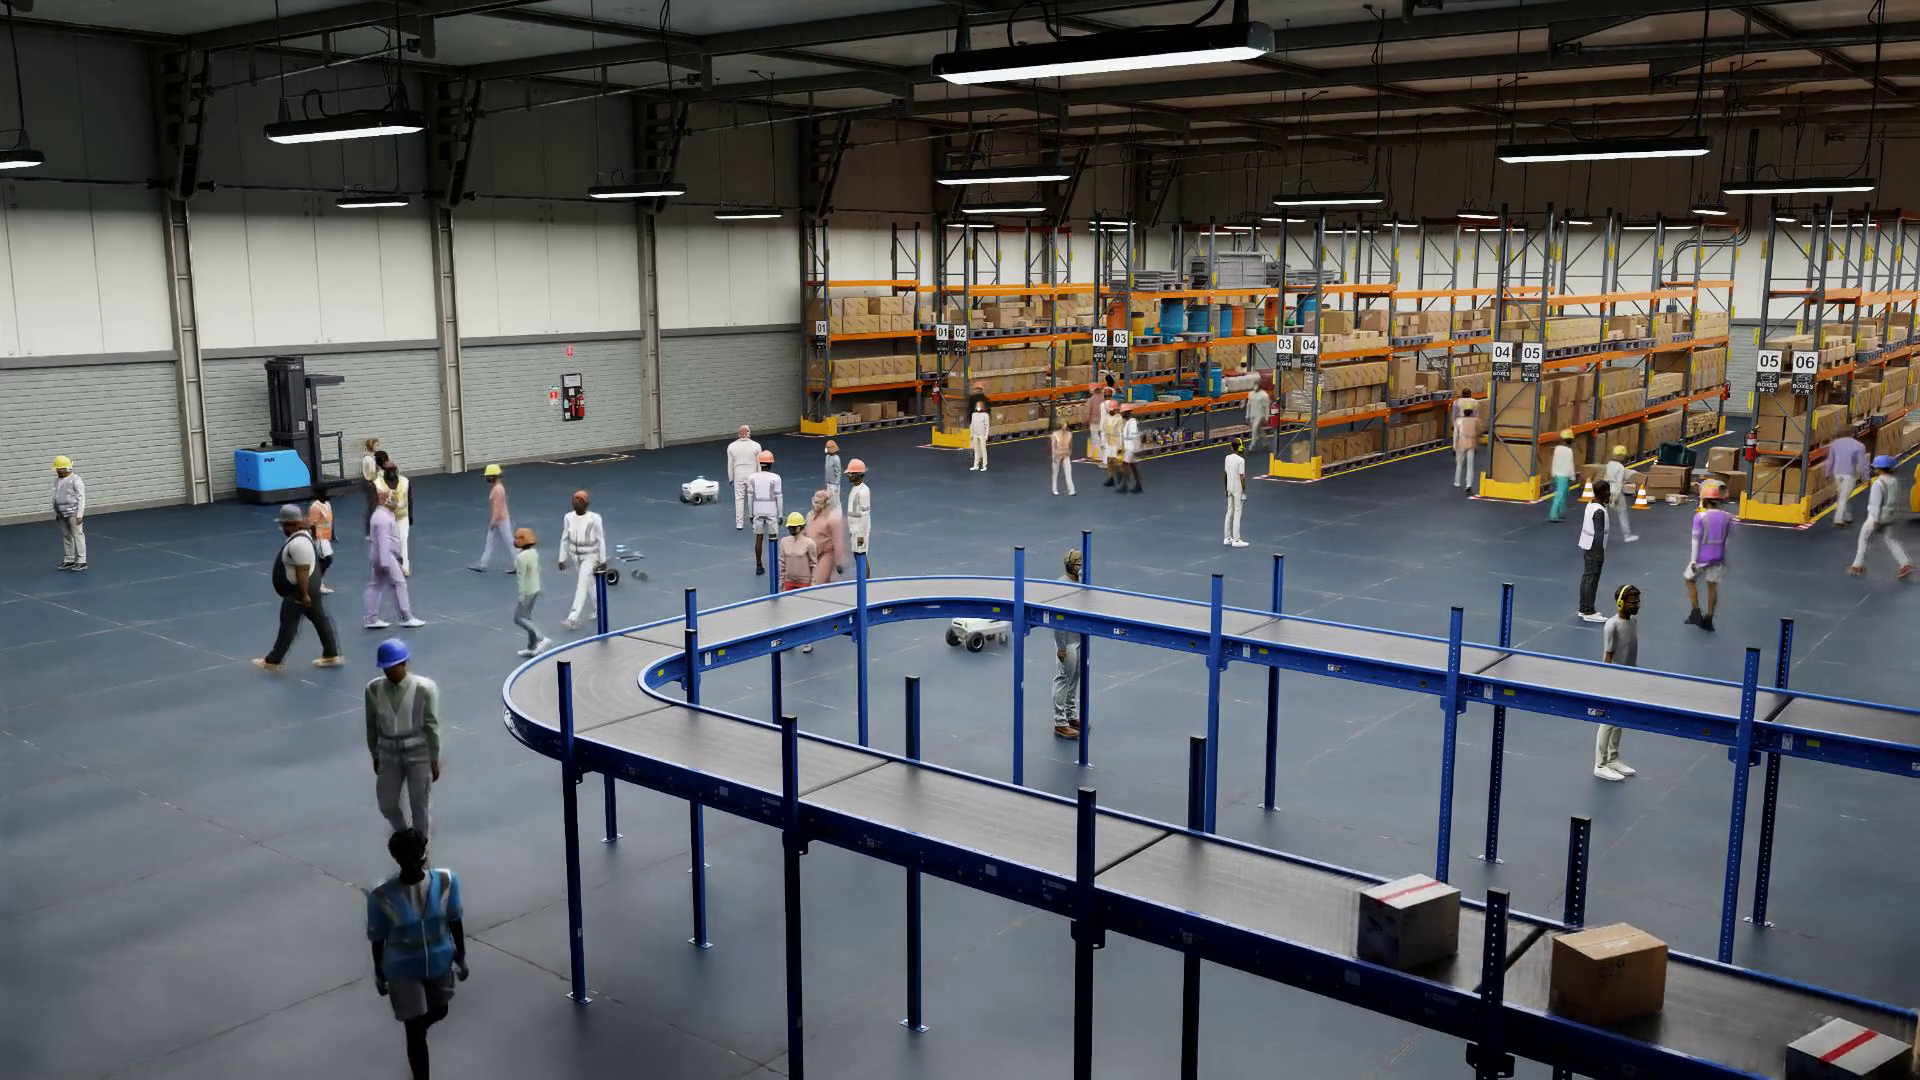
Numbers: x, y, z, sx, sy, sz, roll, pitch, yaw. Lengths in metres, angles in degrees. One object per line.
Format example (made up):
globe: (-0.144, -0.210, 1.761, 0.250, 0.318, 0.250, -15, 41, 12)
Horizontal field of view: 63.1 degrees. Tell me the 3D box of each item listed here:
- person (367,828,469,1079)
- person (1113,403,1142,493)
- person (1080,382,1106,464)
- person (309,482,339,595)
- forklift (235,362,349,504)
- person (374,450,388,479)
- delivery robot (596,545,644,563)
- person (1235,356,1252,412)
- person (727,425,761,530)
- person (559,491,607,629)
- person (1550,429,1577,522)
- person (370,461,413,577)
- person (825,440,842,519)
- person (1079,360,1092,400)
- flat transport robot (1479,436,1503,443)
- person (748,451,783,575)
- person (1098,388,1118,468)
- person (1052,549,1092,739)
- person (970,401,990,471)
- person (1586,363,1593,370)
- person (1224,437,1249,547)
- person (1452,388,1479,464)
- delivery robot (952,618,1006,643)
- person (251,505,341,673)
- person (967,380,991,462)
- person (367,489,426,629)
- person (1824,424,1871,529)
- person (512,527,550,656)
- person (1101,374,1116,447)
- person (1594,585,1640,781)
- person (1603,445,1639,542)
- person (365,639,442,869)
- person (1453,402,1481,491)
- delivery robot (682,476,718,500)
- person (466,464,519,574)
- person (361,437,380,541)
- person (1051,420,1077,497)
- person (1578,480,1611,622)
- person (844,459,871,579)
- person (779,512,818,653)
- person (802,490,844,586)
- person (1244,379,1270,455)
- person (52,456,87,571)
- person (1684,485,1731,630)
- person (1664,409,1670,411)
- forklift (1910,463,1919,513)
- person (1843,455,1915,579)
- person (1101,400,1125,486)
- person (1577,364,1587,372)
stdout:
person: (-3.157, 2.433, 9.070, 0.532, 1.671, 0.780, -7, 12, -36)
person: (3.514, -1.927, 32.991, 0.817, 1.887, 0.564, -1, 10, -7)
person: (3.201, -2.839, 37.926, 0.651, 1.948, 0.909, -9, 14, -43)
person: (-9.316, -0.020, 22.836, 0.388, 1.674, 0.545, -1, 10, -6)
forklift: (-13.803, -2.244, 32.110, 1.129, 2.768, 1.873, 8, 13, 37)
person: (-9.721, -0.678, 26.492, 0.322, 1.699, 0.536, -3, 10, -16)
delivery robot: (-5.193, 0.200, 23.900, 0.698, 0.223, 0.335, -6, 12, -30)
person: (9.258, -5.108, 51.137, 0.594, 1.807, 0.780, 7, 12, 36)
person: (-3.900, -1.138, 28.520, 0.637, 1.904, 0.403, 0, 10, 1)
person: (-5.077, 0.239, 21.003, 0.605, 1.827, 1.038, 4, 11, 24)
person: (11.355, -1.200, 29.287, 0.598, 1.741, 0.541, -1, 10, -5)
person: (-8.851, -0.347, 24.402, 0.635, 1.788, 0.983, -5, 11, -27)
person: (-2.325, -1.006, 28.526, 0.281, 1.633, 0.501, -6, 12, -29)
person: (3.987, -4.751, 49.127, 0.593, 1.796, 0.935, 8, 13, 39)
flat transport robot: (14.649, -2.760, 42.358, 0.652, 0.197, 1.431, 8, 13, 39)
person: (-3.024, -0.431, 24.435, 0.550, 1.935, 0.376, 2, 10, 11)
person: (3.509, -2.659, 37.132, 0.572, 1.883, 0.356, -10, 14, -43)
person: (1.155, 1.048, 16.112, 0.373, 1.940, 0.629, 6, 12, 29)
person: (0.456, -2.433, 36.553, 0.507, 1.636, 0.275, 7, 12, 36)
person: (19.195, -4.614, 48.012, 0.545, 1.929, 0.389, -3, 10, -16)
person: (4.748, -0.830, 26.886, 0.314, 1.866, 0.536, -5, 11, -28)
person: (12.216, -2.759, 37.827, 0.622, 1.838, 0.429, 4, 11, 21)
delivery robot: (0.249, 1.046, 19.869, 0.707, 0.478, 0.477, -8, 13, -37)
person: (-7.951, 0.567, 18.649, 0.999, 2.000, 0.691, -2, 10, -12)
person: (0.475, -2.906, 38.243, 0.653, 1.980, 0.462, 6, 12, 29)
person: (-7.535, 0.252, 20.786, 0.843, 1.860, 0.676, -6, 12, -29)
person: (16.315, -1.166, 28.660, 0.874, 1.893, 0.765, -5, 11, -27)
person: (-5.313, 0.648, 19.258, 0.394, 1.617, 0.517, 1, 10, 6)
person: (3.893, -3.325, 40.646, 0.367, 1.966, 0.607, -5, 11, -28)
person: (6.232, 1.330, 14.758, 0.517, 1.865, 0.323, -9, 13, -40)
person: (11.390, -0.803, 27.227, 0.917, 1.695, 0.493, -3, 11, -17)
person: (-4.407, 1.714, 12.409, 0.612, 1.930, 0.433, 0, 10, -1)
person: (10.840, -2.002, 33.482, 0.575, 1.873, 1.017, 2, 10, 11)
delivery robot: (-5.259, -1.054, 31.690, 0.707, 0.478, 0.477, -9, 13, -40)
person: (-7.279, -0.313, 24.343, 0.892, 1.718, 0.549, -4, 11, -23)
person: (-10.181, -0.886, 27.306, 0.568, 1.822, 0.515, -2, 10, -14)
person: (2.137, -1.695, 32.528, 0.512, 1.595, 0.841, -3, 11, -19)
person: (8.646, 0.134, 21.311, 0.392, 1.919, 0.590, 2, 10, 9)
person: (-1.478, -0.149, 22.554, 0.372, 2.044, 0.607, -3, 11, -17)
person: (-2.026, 0.523, 19.549, 0.526, 1.768, 0.331, 4, 11, 23)
person: (-1.942, 0.264, 20.740, 0.964, 1.854, 0.740, -7, 12, -35)
person: (7.618, -3.154, 39.868, 0.965, 1.908, 0.635, -8, 13, -37)
person: (-14.105, -0.429, 24.746, 0.586, 1.824, 0.403, 4, 11, 23)
person: (9.936, 0.219, 20.813, 0.564, 1.917, 0.489, -1, 10, -8)
person: (20.287, -4.054, 45.180, 0.697, 1.821, 0.631, -8, 13, -37)
forklift: (19.034, -1.348, 28.998, 2.313, 2.155, 1.214, 8, 13, 37)
person: (14.283, -0.359, 24.132, 0.608, 1.912, 0.946, -6, 12, -29)
person: (3.292, -2.099, 33.913, 0.488, 1.904, 0.645, -9, 13, -41)
person: (17.734, -4.055, 44.662, 0.573, 1.995, 0.628, -6, 11, -28)
